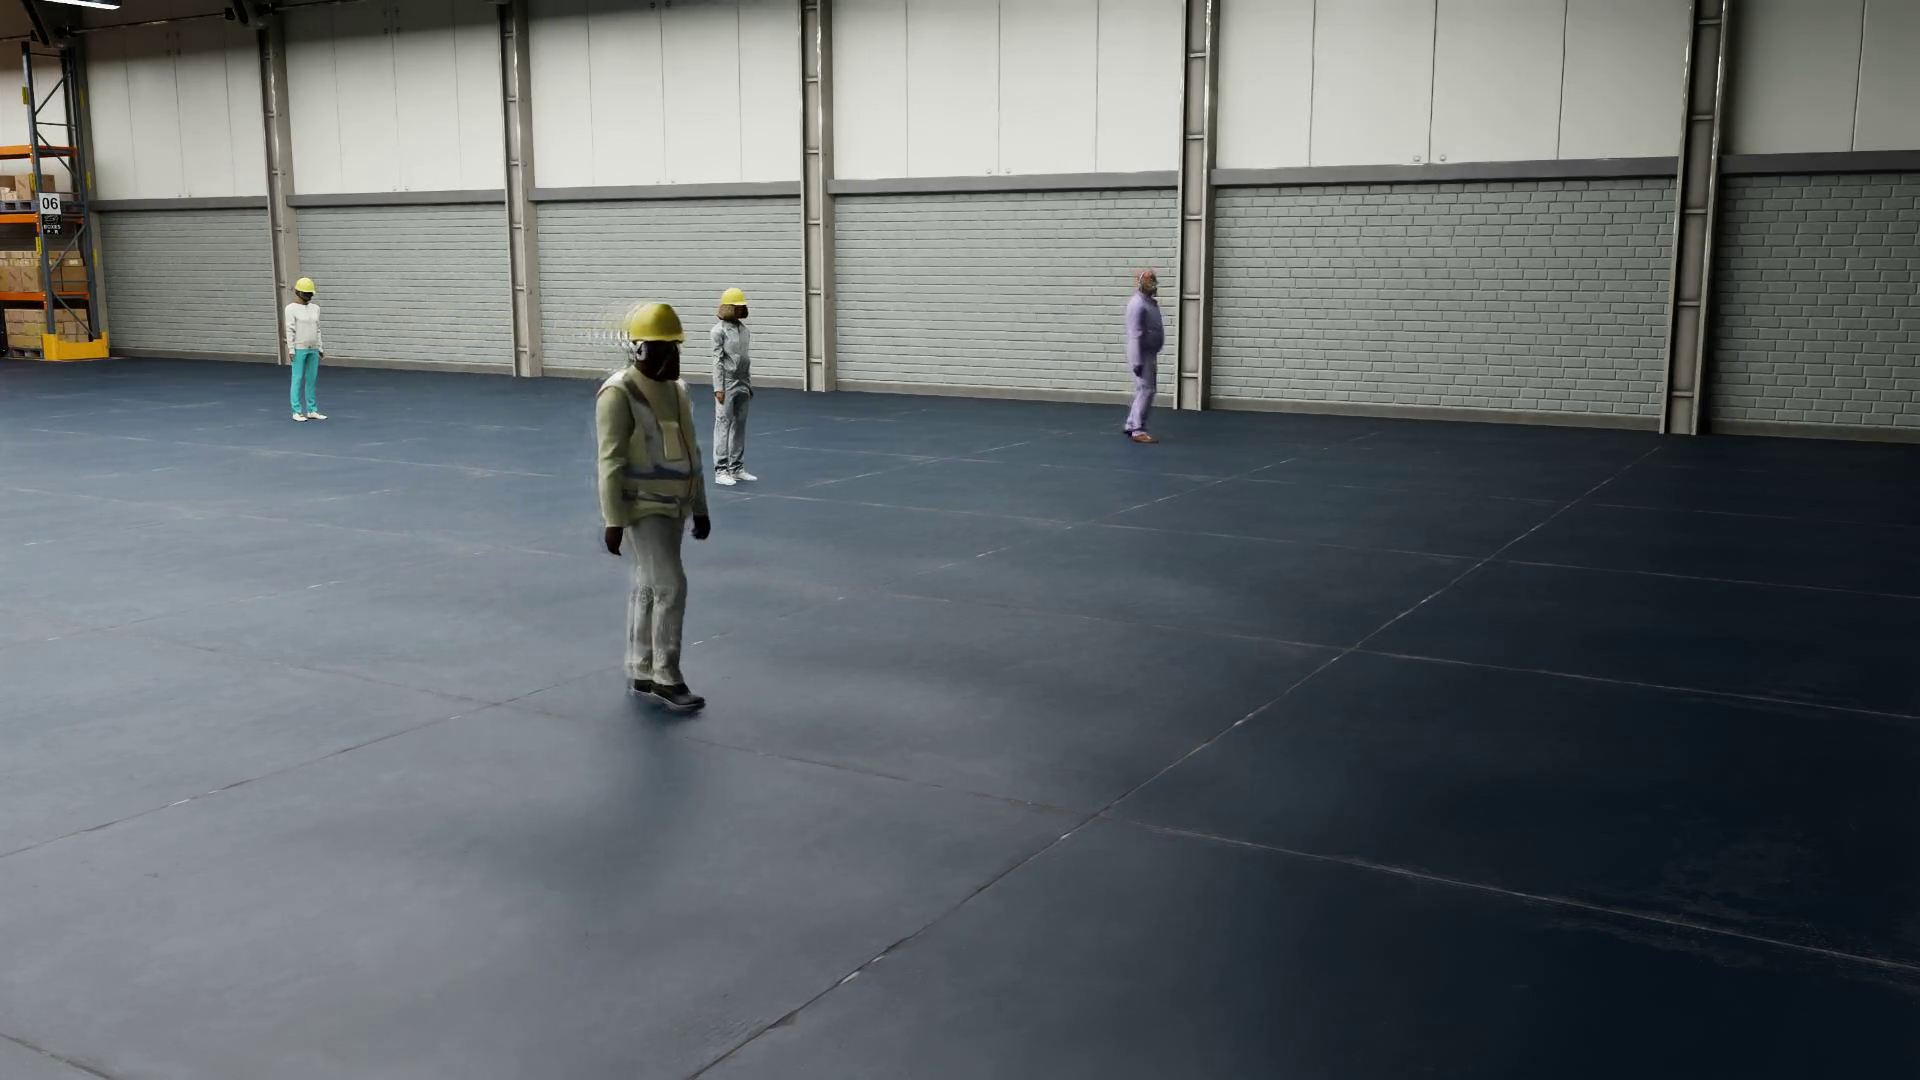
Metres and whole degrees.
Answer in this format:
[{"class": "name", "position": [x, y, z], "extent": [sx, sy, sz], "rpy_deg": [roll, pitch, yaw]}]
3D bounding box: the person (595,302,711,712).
[{"class": "person", "position": [-1.268, -0.141, 7.406], "extent": [0.610, 1.815, 0.620], "rpy_deg": [4, 10, 22]}]

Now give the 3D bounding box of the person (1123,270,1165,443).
[{"class": "person", "position": [1.980, -1.992, 18.129], "extent": [0.523, 1.872, 0.768], "rpy_deg": [3, 10, 19]}]

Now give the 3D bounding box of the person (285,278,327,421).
[{"class": "person", "position": [-8.047, -2.343, 20.491], "extent": [0.343, 1.757, 0.526], "rpy_deg": [5, 11, 26]}]

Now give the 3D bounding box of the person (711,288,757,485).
[{"class": "person", "position": [-2.004, -1.367, 14.814], "extent": [0.310, 1.743, 0.493], "rpy_deg": [6, 11, 30]}]
